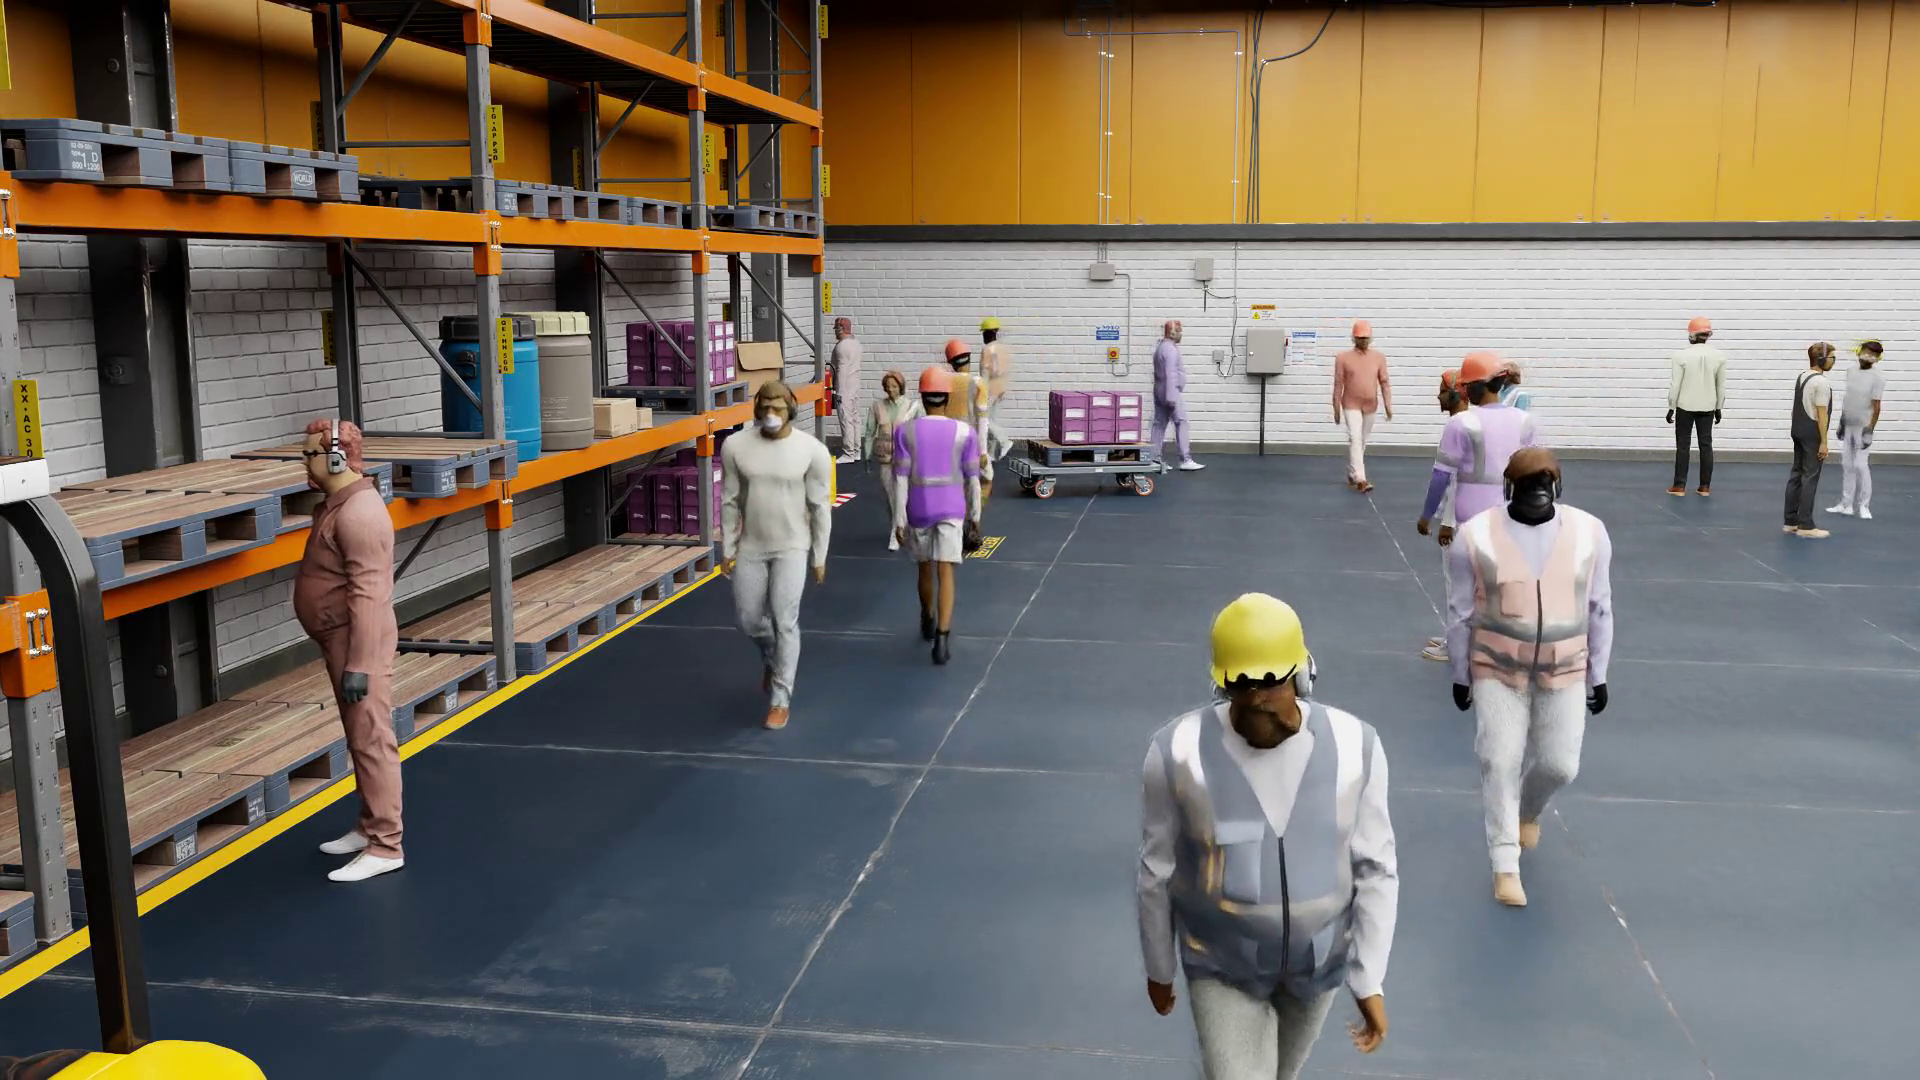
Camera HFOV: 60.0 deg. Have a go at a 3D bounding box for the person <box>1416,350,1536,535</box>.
[{"bbox_3d":[3.201,-0.161,10.307,0.631,2.012,0.661,-4,10,-21],"label":"person"}]

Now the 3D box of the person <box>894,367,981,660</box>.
[{"bbox_3d":[-0.146,-0.191,10.926,0.568,1.883,1.015,0,9,-1],"label":"person"}]

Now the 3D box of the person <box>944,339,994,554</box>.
[{"bbox_3d":[0.034,-0.826,14.766,0.558,1.899,0.458,5,11,30],"label":"person"}]

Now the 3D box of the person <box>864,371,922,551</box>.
[{"bbox_3d":[-0.593,-0.746,15.193,0.527,1.605,0.810,2,9,11],"label":"person"}]

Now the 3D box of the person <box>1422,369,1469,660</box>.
[{"bbox_3d":[3.203,-0.162,10.728,0.337,1.882,0.585,5,10,26],"label":"person"}]

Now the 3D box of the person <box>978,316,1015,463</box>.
[{"bbox_3d":[0.433,-1.937,21.568,0.536,1.912,0.614,4,10,23],"label":"person"}]

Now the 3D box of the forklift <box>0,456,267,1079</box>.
[{"bbox_3d":[-2.328,0.975,2.765,2.313,2.155,1.214,1,9,9],"label":"forklift"}]

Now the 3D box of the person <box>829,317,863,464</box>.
[{"bbox_3d":[-1.504,-1.943,21.650,0.402,1.904,0.651,3,10,17],"label":"person"}]

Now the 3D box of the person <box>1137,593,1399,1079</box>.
[{"bbox_3d":[0.726,0.998,3.907,0.578,1.768,0.940,-1,9,-4],"label":"person"}]

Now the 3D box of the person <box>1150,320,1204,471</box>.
[{"bbox_3d":[2.737,-1.793,20.774,0.785,1.881,0.673,-1,9,-8],"label":"person"}]

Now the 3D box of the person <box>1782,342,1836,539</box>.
[{"bbox_3d":[8.005,-0.939,15.647,0.326,1.842,0.517,0,9,-1],"label":"person"}]

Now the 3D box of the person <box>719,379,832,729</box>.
[{"bbox_3d":[-1.014,0.057,9.256,0.637,1.922,0.613,2,9,9],"label":"person"}]

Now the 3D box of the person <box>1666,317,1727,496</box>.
[{"bbox_3d":[8.186,-1.482,18.526,0.624,1.993,0.388,0,9,2],"label":"person"}]

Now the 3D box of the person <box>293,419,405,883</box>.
[{"bbox_3d":[-2.533,0.450,6.888,0.399,1.909,0.642,-4,10,-22],"label":"person"}]

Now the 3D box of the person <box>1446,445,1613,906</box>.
[{"bbox_3d":[2.281,0.517,6.722,0.639,1.829,0.631,2,9,9],"label":"person"}]

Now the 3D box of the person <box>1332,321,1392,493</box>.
[{"bbox_3d":[4.584,-1.525,18.970,0.608,1.943,1.030,-2,9,-10],"label":"person"}]

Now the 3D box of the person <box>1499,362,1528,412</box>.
[{"bbox_3d":[5.519,-0.986,16.686,0.837,1.598,0.525,-3,10,-19],"label":"person"}]

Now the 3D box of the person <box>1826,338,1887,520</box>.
[{"bbox_3d":[9.113,-1.140,16.944,0.309,1.835,0.672,-2,9,-10],"label":"person"}]
